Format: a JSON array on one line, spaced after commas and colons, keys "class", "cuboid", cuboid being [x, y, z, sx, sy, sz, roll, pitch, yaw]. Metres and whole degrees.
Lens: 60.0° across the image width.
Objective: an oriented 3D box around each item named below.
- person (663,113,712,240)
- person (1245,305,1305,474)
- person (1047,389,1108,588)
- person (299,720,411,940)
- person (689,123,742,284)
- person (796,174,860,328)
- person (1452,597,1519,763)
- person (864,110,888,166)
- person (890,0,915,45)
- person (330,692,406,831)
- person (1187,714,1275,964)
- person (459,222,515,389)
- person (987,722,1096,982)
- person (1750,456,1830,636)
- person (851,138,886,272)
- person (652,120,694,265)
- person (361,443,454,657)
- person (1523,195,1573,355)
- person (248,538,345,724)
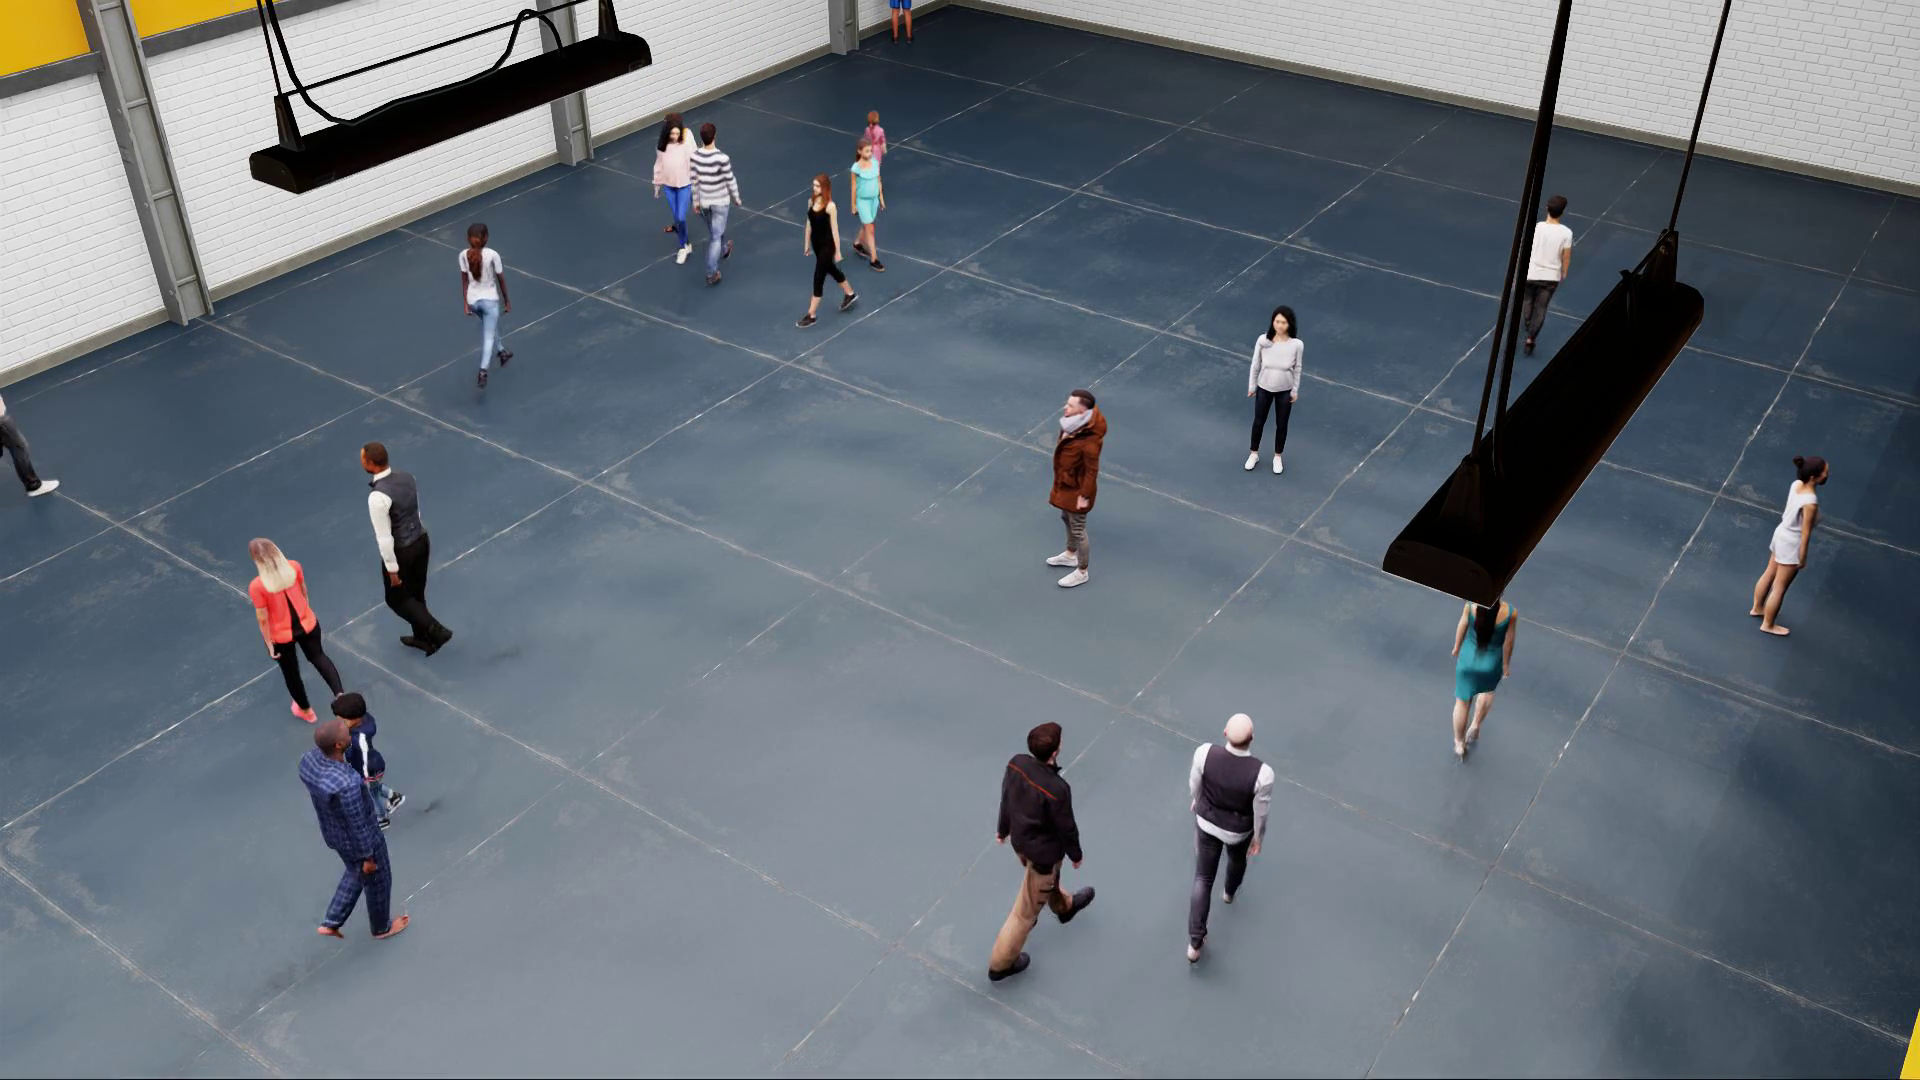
[{"class": "person", "cuboid": [-3.232, -4.387, 20.246, 0.903, 1.624, 1.057, 15, 36, 21]}, {"class": "person", "cuboid": [2.984, -1.434, 15.734, 0.696, 1.700, 0.678, 8, 34, 11]}, {"class": "person", "cuboid": [0.994, -0.467, 14.154, 0.906, 1.839, 0.853, -8, 34, -12]}, {"class": "person", "cuboid": [-3.946, 1.918, 10.592, 0.703, 1.811, 0.810, 26, 42, 34]}, {"class": "person", "cuboid": [-2.887, -3.864, 19.301, 0.848, 1.799, 1.233, 12, 35, 18]}, {"class": "person", "cuboid": [-1.439, -3.257, 18.492, 1.210, 1.683, 0.765, -28, 42, -35]}, {"class": "person", "cuboid": [3.792, 0.949, 12.175, 0.645, 1.671, 0.674, 13, 36, 19]}, {"class": "person", "cuboid": [-1.143, -5.130, 21.920, 0.586, 1.007, 0.721, 6, 34, 9]}, {"class": "person", "cuboid": [-0.966, -8.994, 27.018, 0.711, 1.800, 0.748, 0, 34, 0]}, {"class": "person", "cuboid": [-4.123, 1.548, 11.688, 0.673, 1.213, 0.618, -19, 38, -27]}, {"class": "person", "cuboid": [1.659, 1.902, 10.646, 0.928, 1.777, 1.289, 11, 35, 15]}, {"class": "person", "cuboid": [-4.949, -2.373, 17.183, 0.975, 1.660, 1.257, 3, 34, 5]}, {"class": "person", "cuboid": [0.422, 1.987, 10.433, 1.317, 1.871, 0.959, -24, 40, -31]}, {"class": "person", "cuboid": [6.804, 0.024, 13.629, 0.725, 1.602, 0.642, 2, 34, 2]}, {"class": "person", "cuboid": [-1.142, -4.052, 19.824, 0.930, 1.533, 0.778, -24, 41, -32]}, {"class": "person", "cuboid": [-3.328, -4.218, 19.883, 0.810, 1.744, 0.845, 9, 35, 14]}, {"class": "person", "cuboid": [-4.340, 0.103, 13.246, 0.872, 1.896, 0.840, 10, 35, 15]}, {"class": "person", "cuboid": [6.232, -2.817, 17.831, 0.731, 1.682, 1.104, 16, 37, 22]}, {"class": "person", "cuboid": [-4.978, 0.718, 12.511, 0.720, 1.684, 0.838, 29, 43, 36]}]
